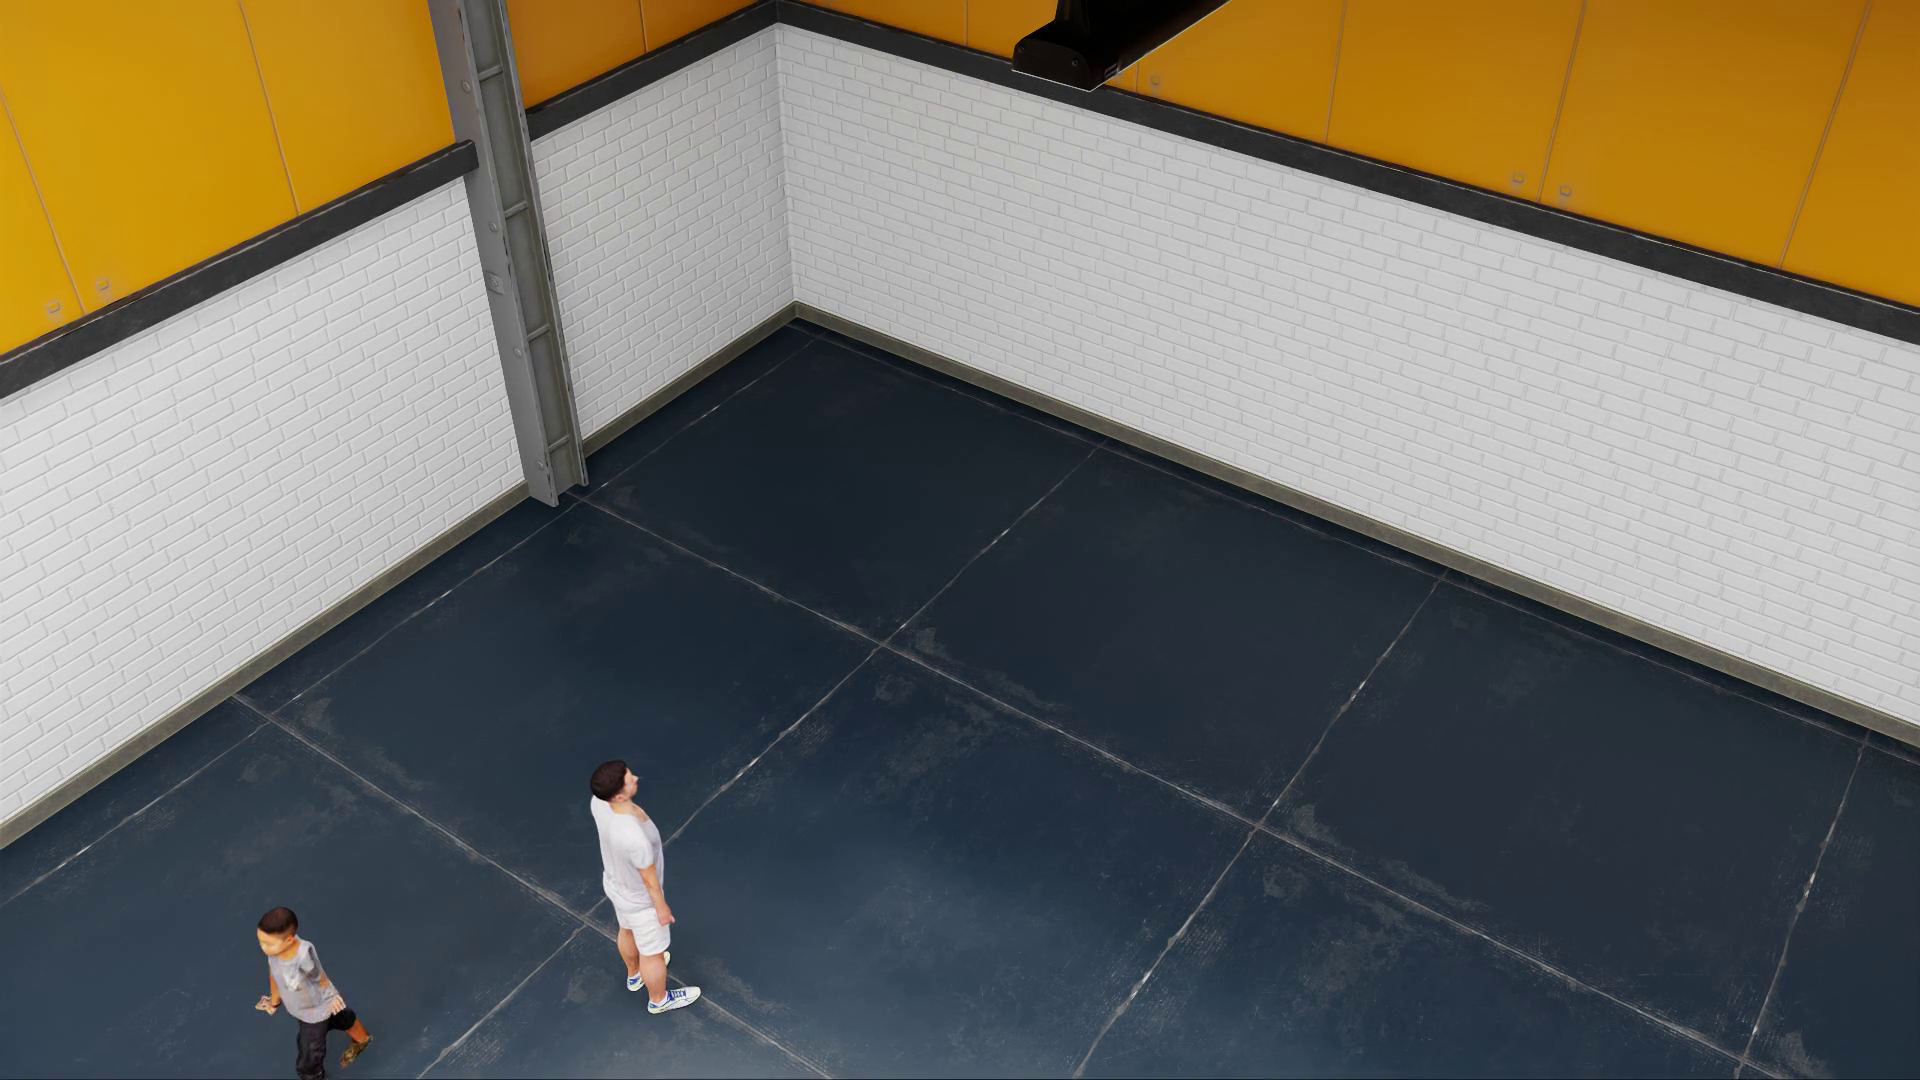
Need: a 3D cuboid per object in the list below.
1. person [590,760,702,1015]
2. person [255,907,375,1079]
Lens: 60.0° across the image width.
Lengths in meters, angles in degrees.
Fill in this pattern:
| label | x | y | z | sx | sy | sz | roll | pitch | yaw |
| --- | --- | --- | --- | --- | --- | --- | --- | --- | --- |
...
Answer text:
| label | x | y | z | sx | sy | sz | roll | pitch | yaw |
| --- | --- | --- | --- | --- | --- | --- | --- | --- | --- |
| person | -1.774 | 1.878 | 9.040 | 0.690 | 1.855 | 0.746 | -25 | 45 | -28 |
| person | -3.404 | 2.348 | 8.794 | 0.596 | 1.428 | 0.972 | 21 | 43 | 24 |
